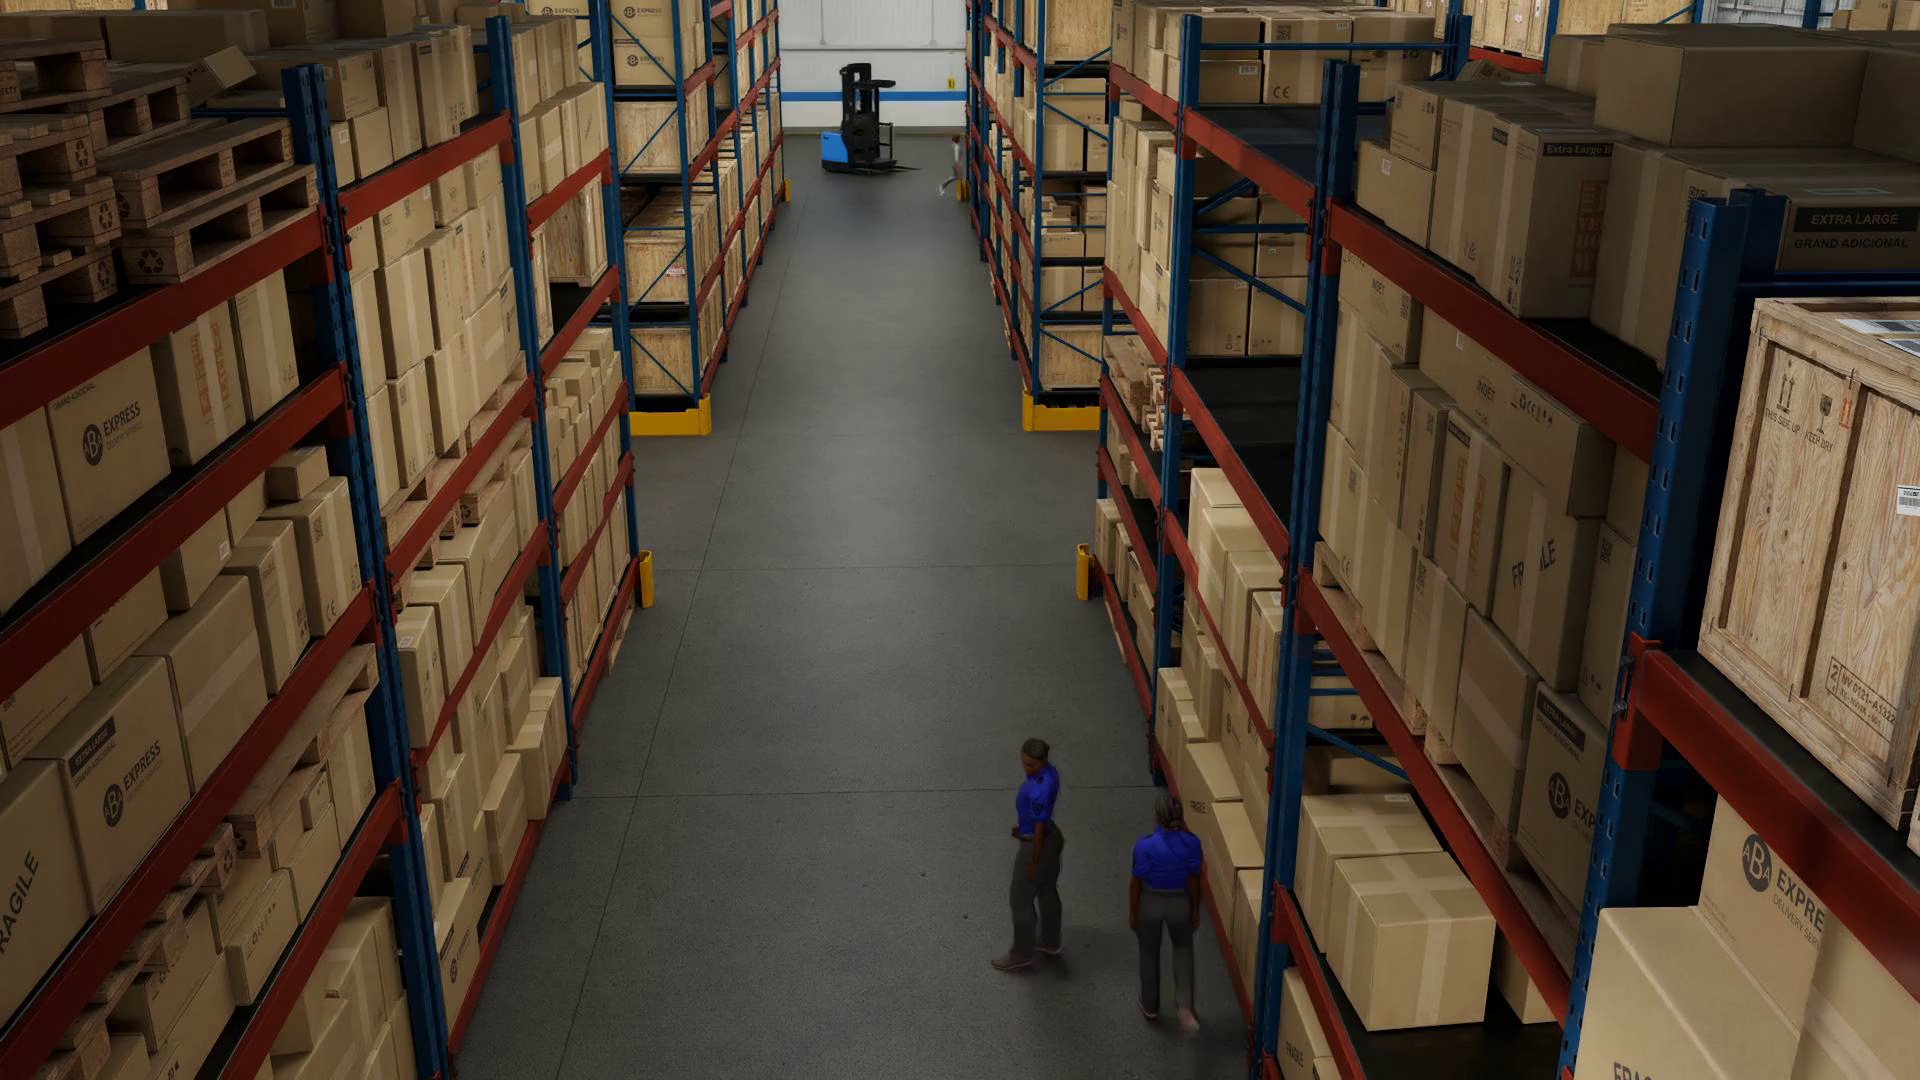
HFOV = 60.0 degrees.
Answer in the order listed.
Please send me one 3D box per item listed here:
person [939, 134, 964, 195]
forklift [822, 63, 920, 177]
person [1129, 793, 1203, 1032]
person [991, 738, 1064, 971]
[{"bbox_3d":[-0.107,-9.537,42.315,0.816,1.579,0.430,-7,21,-17],"label":"person"},{"bbox_3d":[-2.449,-11.608,45.942,3.031,2.941,1.121,17,26,38],"label":"forklift"},{"bbox_3d":[1.281,2.321,10.400,0.464,1.653,0.612,-1,20,-2],"label":"person"},{"bbox_3d":[0.475,2.056,11.113,0.428,1.675,0.506,8,22,19],"label":"person"}]
